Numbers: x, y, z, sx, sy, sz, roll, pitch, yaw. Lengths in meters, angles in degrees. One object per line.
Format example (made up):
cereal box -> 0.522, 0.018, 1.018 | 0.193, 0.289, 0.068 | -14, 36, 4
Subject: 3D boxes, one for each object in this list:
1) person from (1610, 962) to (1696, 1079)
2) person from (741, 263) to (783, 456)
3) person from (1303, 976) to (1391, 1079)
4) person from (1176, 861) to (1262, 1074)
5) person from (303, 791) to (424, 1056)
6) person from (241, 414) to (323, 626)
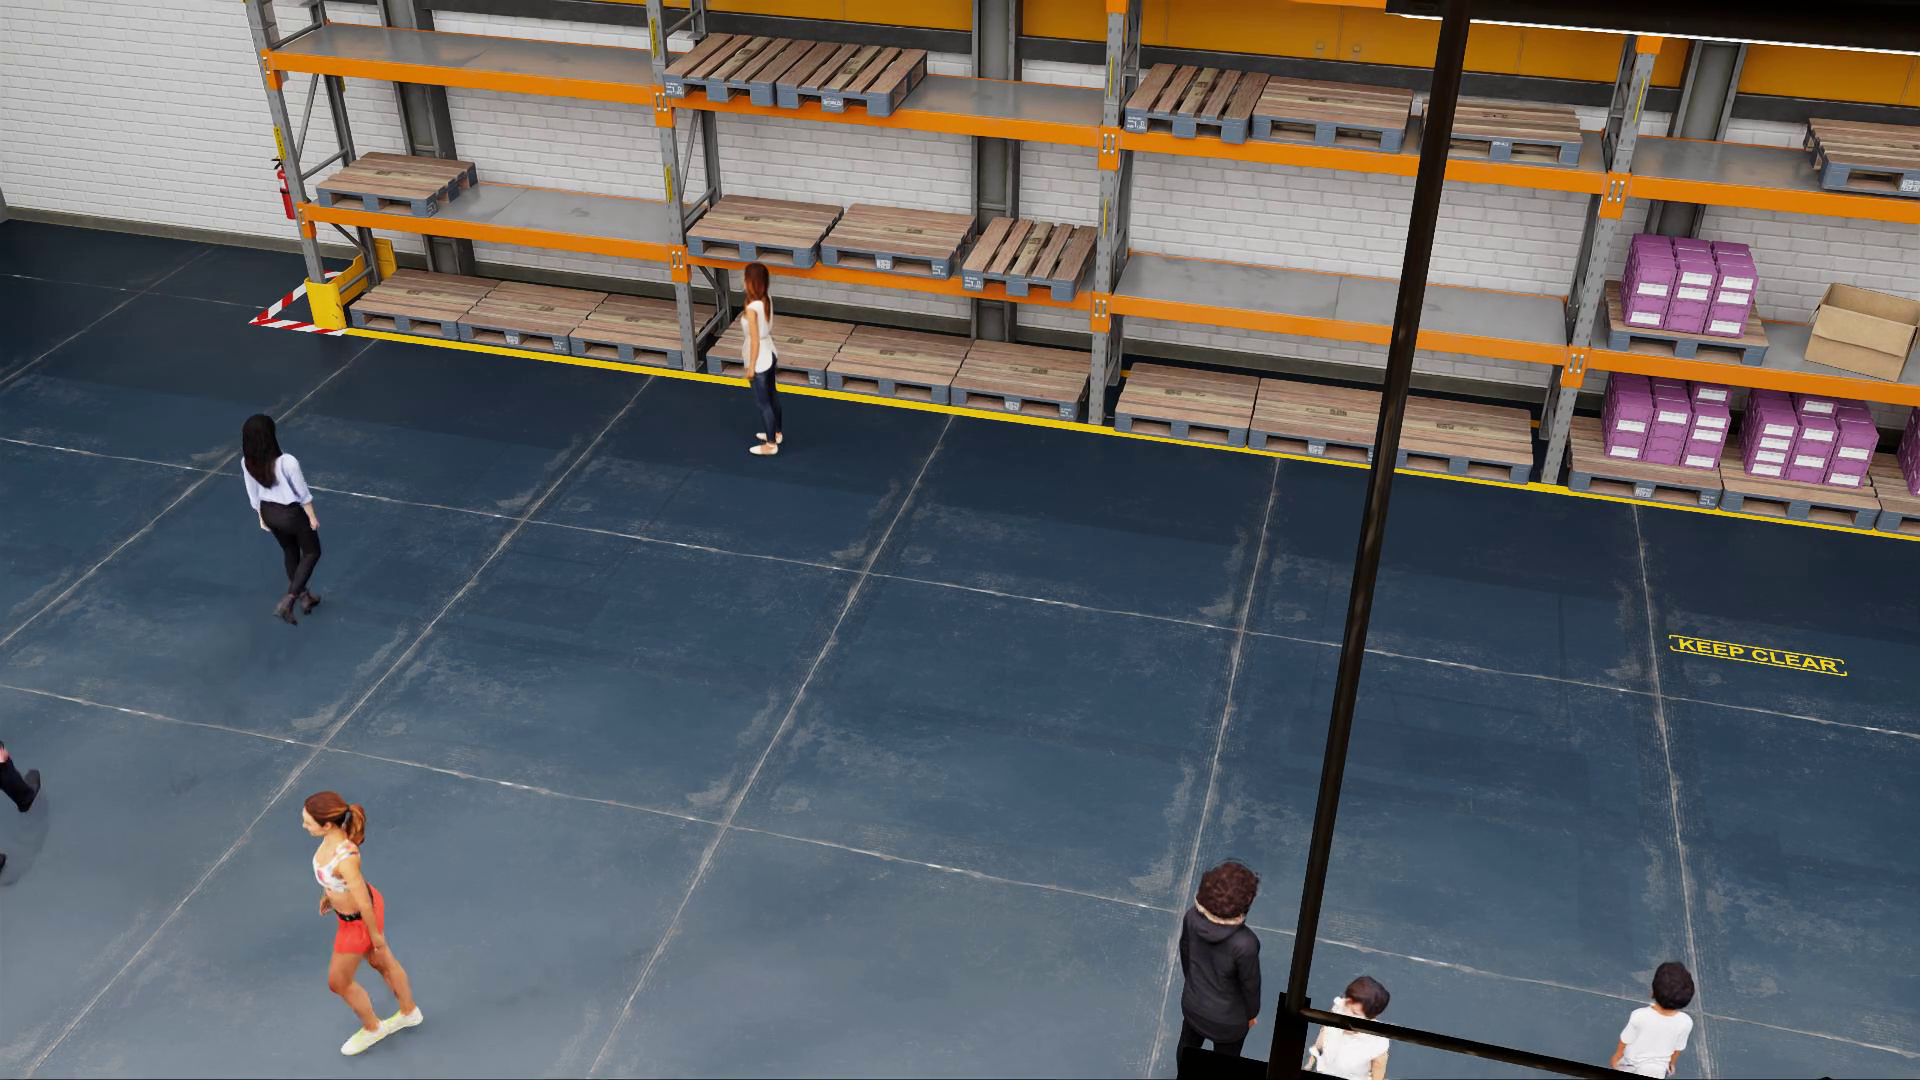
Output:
person -> 3.522, 2.664, 8.529 | 0.467, 1.257, 0.579 | 3, 34, 4
person -> -1.709, -1.568, 14.419 | 0.520, 1.785, 0.597 | 7, 34, 11
person -> 1.970, 2.682, 8.265 | 1.070, 1.519, 0.949 | -13, 36, -19
person -> 1.322, 2.343, 8.538 | 0.691, 1.781, 0.785 | 27, 42, 34
person -> -3.174, 2.025, 9.023 | 0.818, 1.775, 0.753 | -13, 36, -18
person -> -5.007, -0.097, 12.256 | 0.773, 1.730, 0.706 | 7, 34, 10
